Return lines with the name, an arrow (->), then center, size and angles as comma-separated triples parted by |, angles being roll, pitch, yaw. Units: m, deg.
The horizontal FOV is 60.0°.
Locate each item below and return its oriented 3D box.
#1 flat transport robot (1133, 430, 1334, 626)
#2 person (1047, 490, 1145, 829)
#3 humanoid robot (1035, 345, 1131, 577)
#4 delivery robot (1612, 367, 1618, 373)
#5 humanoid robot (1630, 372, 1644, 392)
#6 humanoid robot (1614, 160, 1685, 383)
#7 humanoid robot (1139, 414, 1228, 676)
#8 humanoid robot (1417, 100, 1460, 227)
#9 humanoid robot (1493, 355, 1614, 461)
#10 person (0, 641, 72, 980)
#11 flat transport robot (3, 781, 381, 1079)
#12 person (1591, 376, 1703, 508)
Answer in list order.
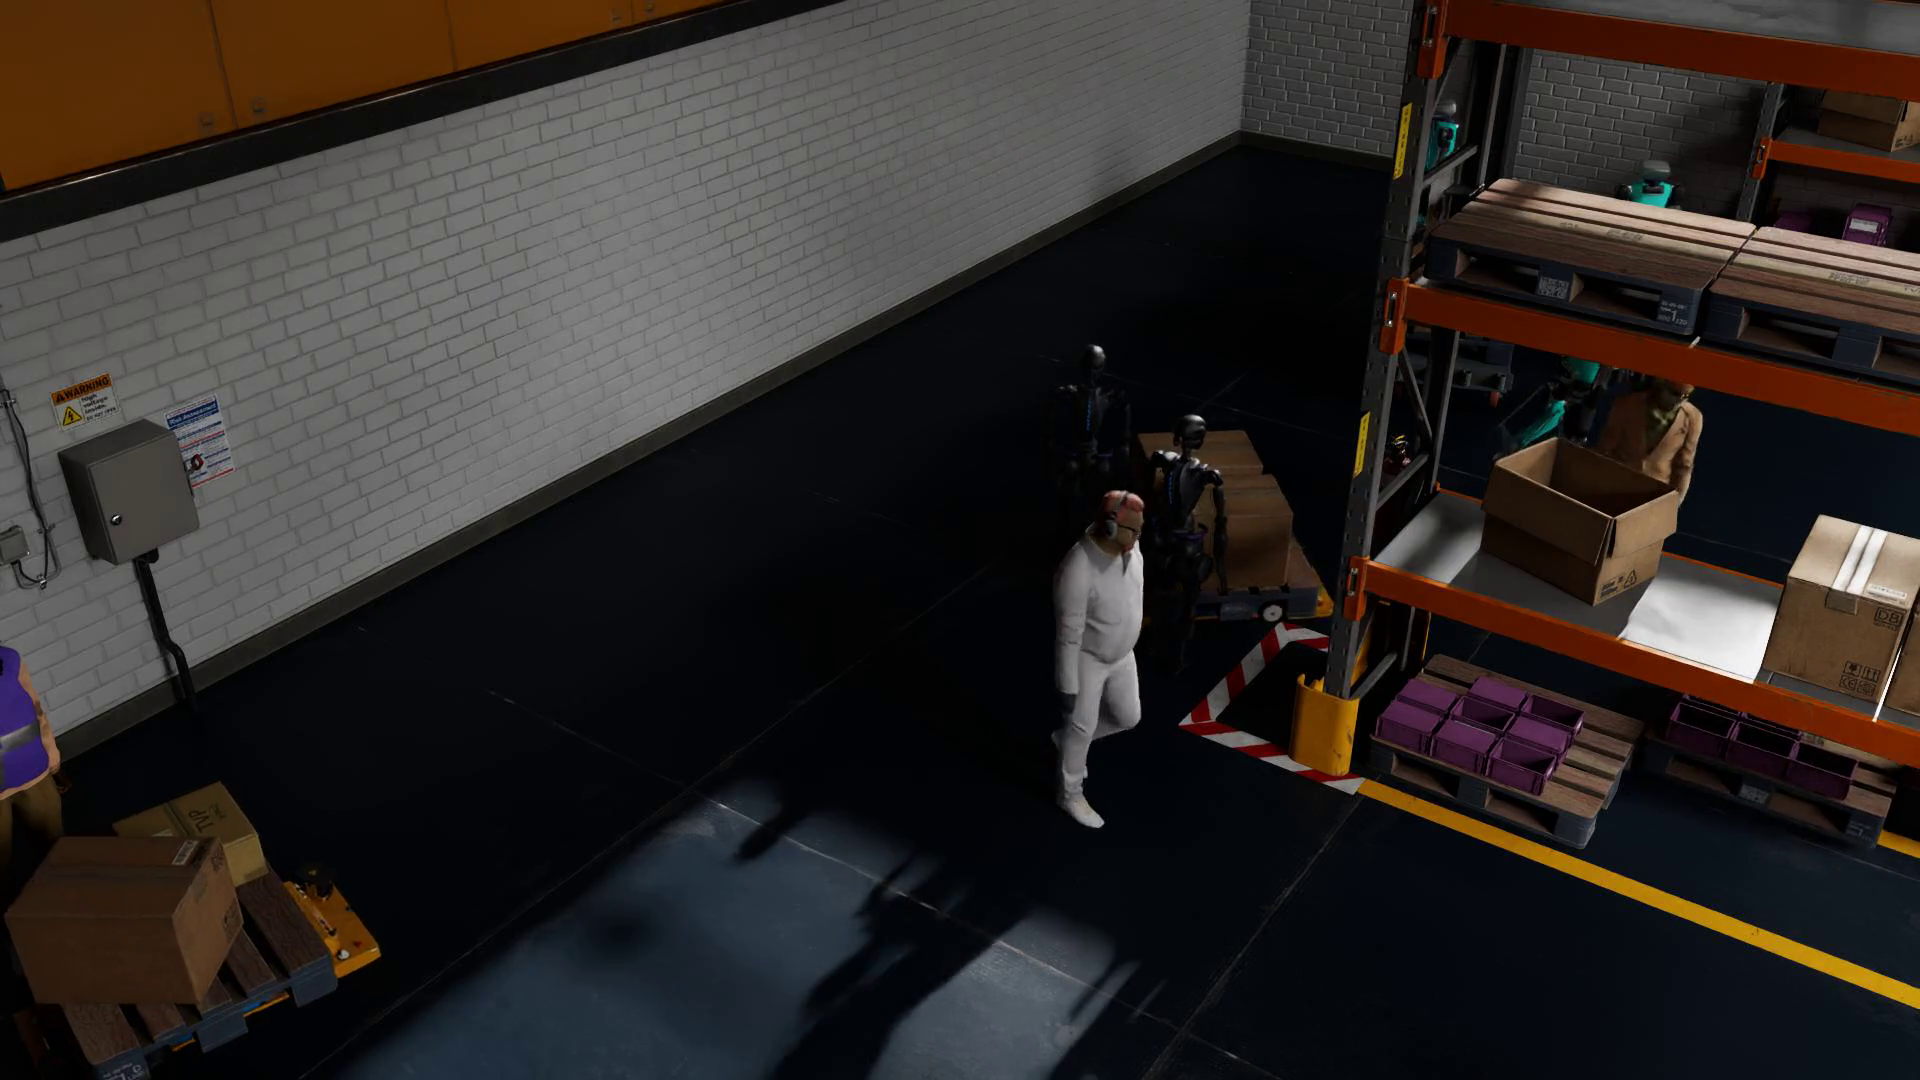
flat transport robot -> 1.598, 0.279, 10.556 | 1.431, 0.231, 0.659 | -2, 30, -4
person -> 0.673, 0.583, 8.412 | 0.477, 1.886, 0.678 | 23, 37, 34
humanoid robot -> 0.762, -0.410, 10.369 | 0.585, 1.658, 0.431 | 2, 30, 3
delivery robot -> 5.561, -1.677, 13.681 | 0.791, 0.614, 0.499 | 5, 30, 8
humanoid robot -> 5.168, -1.510, 12.267 | 0.595, 1.632, 0.694 | 25, 38, 36
humanoid robot -> 5.383, -1.989, 13.116 | 0.542, 1.879, 0.754 | 1, 30, 2
humanoid robot -> 1.274, 0.035, 9.559 | 0.612, 1.648, 0.322 | 22, 37, 34
humanoid robot -> 4.052, -2.976, 14.840 | 0.668, 1.894, 0.561 | 7, 31, 12
humanoid robot -> 3.857, -0.764, 11.014 | 0.767, 1.906, 0.576 | -3, 30, -6
person -> -4.335, 1.081, 7.498 | 0.401, 1.933, 0.544 | 23, 37, 34
flat transport robot -> -3.468, 1.993, 7.581 | 1.431, 0.231, 0.659 | -23, 37, -34
person -> 4.044, -0.309, 9.999 | 0.601, 1.852, 0.571 | 9, 31, 15
